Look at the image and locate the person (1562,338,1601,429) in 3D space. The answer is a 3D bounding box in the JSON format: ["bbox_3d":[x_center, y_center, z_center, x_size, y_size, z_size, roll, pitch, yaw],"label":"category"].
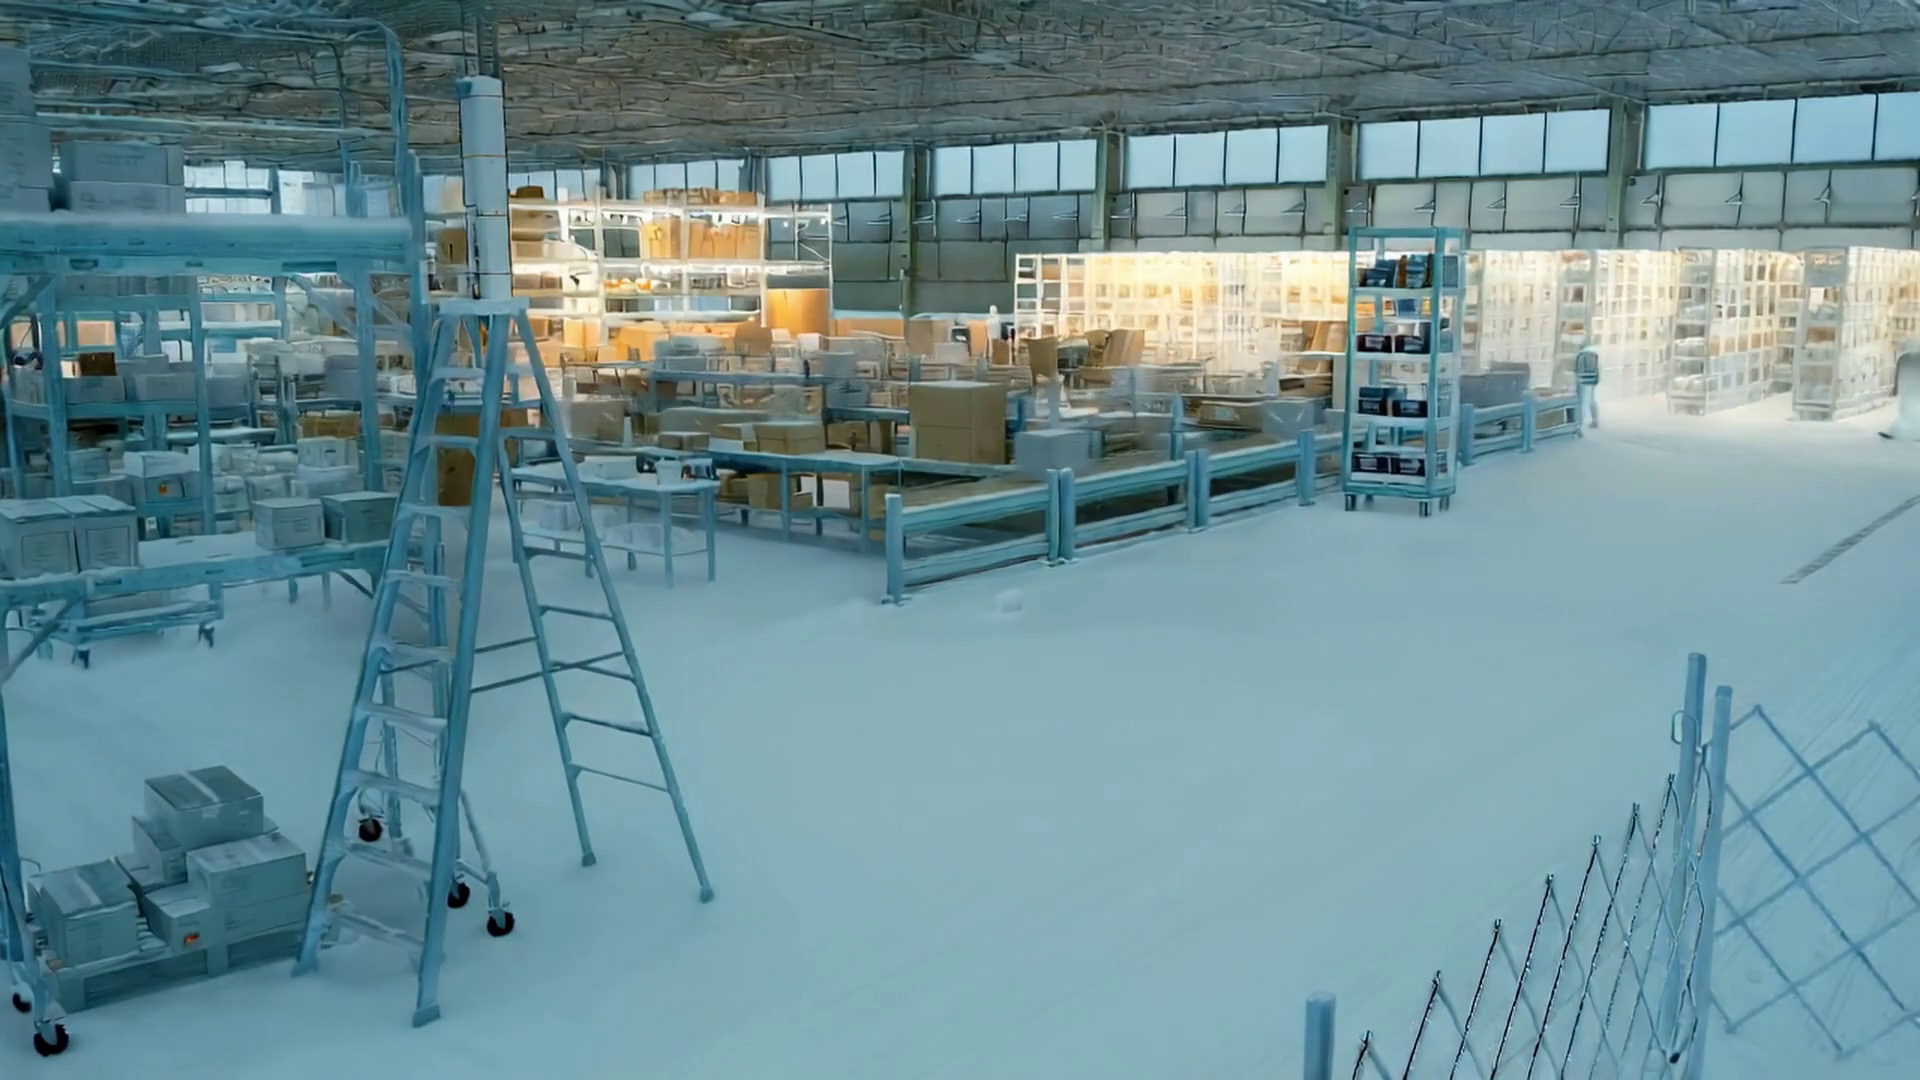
[{"bbox_3d":[12.281,-3.080,32.681,0.623,1.777,0.957,-3,9,-15],"label":"person"}]

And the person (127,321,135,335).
[{"bbox_3d":[-25.175,-5.846,50.433,0.433,1.620,0.513,-6,11,-35],"label":"person"}]

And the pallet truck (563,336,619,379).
[{"bbox_3d":[-10.690,-5.294,48.215,1.601,1.201,0.680,-5,10,-26],"label":"pallet truck"}]

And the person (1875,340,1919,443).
[{"bbox_3d":[17.066,-2.685,30.006,0.659,1.838,1.058,-5,10,-29],"label":"person"}]

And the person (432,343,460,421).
[{"bbox_3d":[-10.751,-3.322,34.503,0.550,1.665,0.757,5,10,26],"label":"person"}]

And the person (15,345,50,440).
[{"bbox_3d":[-16.339,-2.518,29.148,0.614,1.782,0.952,8,12,41],"label":"person"}]

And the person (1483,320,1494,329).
[{"bbox_3d":[16.053,-5.920,50.253,0.585,1.826,0.530,5,10,29],"label":"person"}]

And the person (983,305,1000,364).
[{"bbox_3d":[1.050,-6.636,54.198,0.608,1.996,0.382,5,10,29],"label":"person"}]

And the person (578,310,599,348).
[{"bbox_3d":[-11.298,-6.032,50.659,0.624,1.931,0.377,-1,9,-7],"label":"person"}]

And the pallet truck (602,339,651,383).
[{"bbox_3d":[-8.991,-4.871,45.351,0.653,1.274,1.630,7,11,37],"label":"pallet truck"}]

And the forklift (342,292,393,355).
[{"bbox_3d":[-16.485,-5.622,45.120,1.129,2.768,1.873,7,11,37],"label":"forklift"}]

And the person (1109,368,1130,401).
[{"bbox_3d":[2.919,-2.680,30.242,0.329,1.763,0.523,-5,11,-30],"label":"person"}]

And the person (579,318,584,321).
[{"bbox_3d":[-14.344,-8.122,63.997,0.629,1.836,0.429,0,9,-2],"label":"person"}]
